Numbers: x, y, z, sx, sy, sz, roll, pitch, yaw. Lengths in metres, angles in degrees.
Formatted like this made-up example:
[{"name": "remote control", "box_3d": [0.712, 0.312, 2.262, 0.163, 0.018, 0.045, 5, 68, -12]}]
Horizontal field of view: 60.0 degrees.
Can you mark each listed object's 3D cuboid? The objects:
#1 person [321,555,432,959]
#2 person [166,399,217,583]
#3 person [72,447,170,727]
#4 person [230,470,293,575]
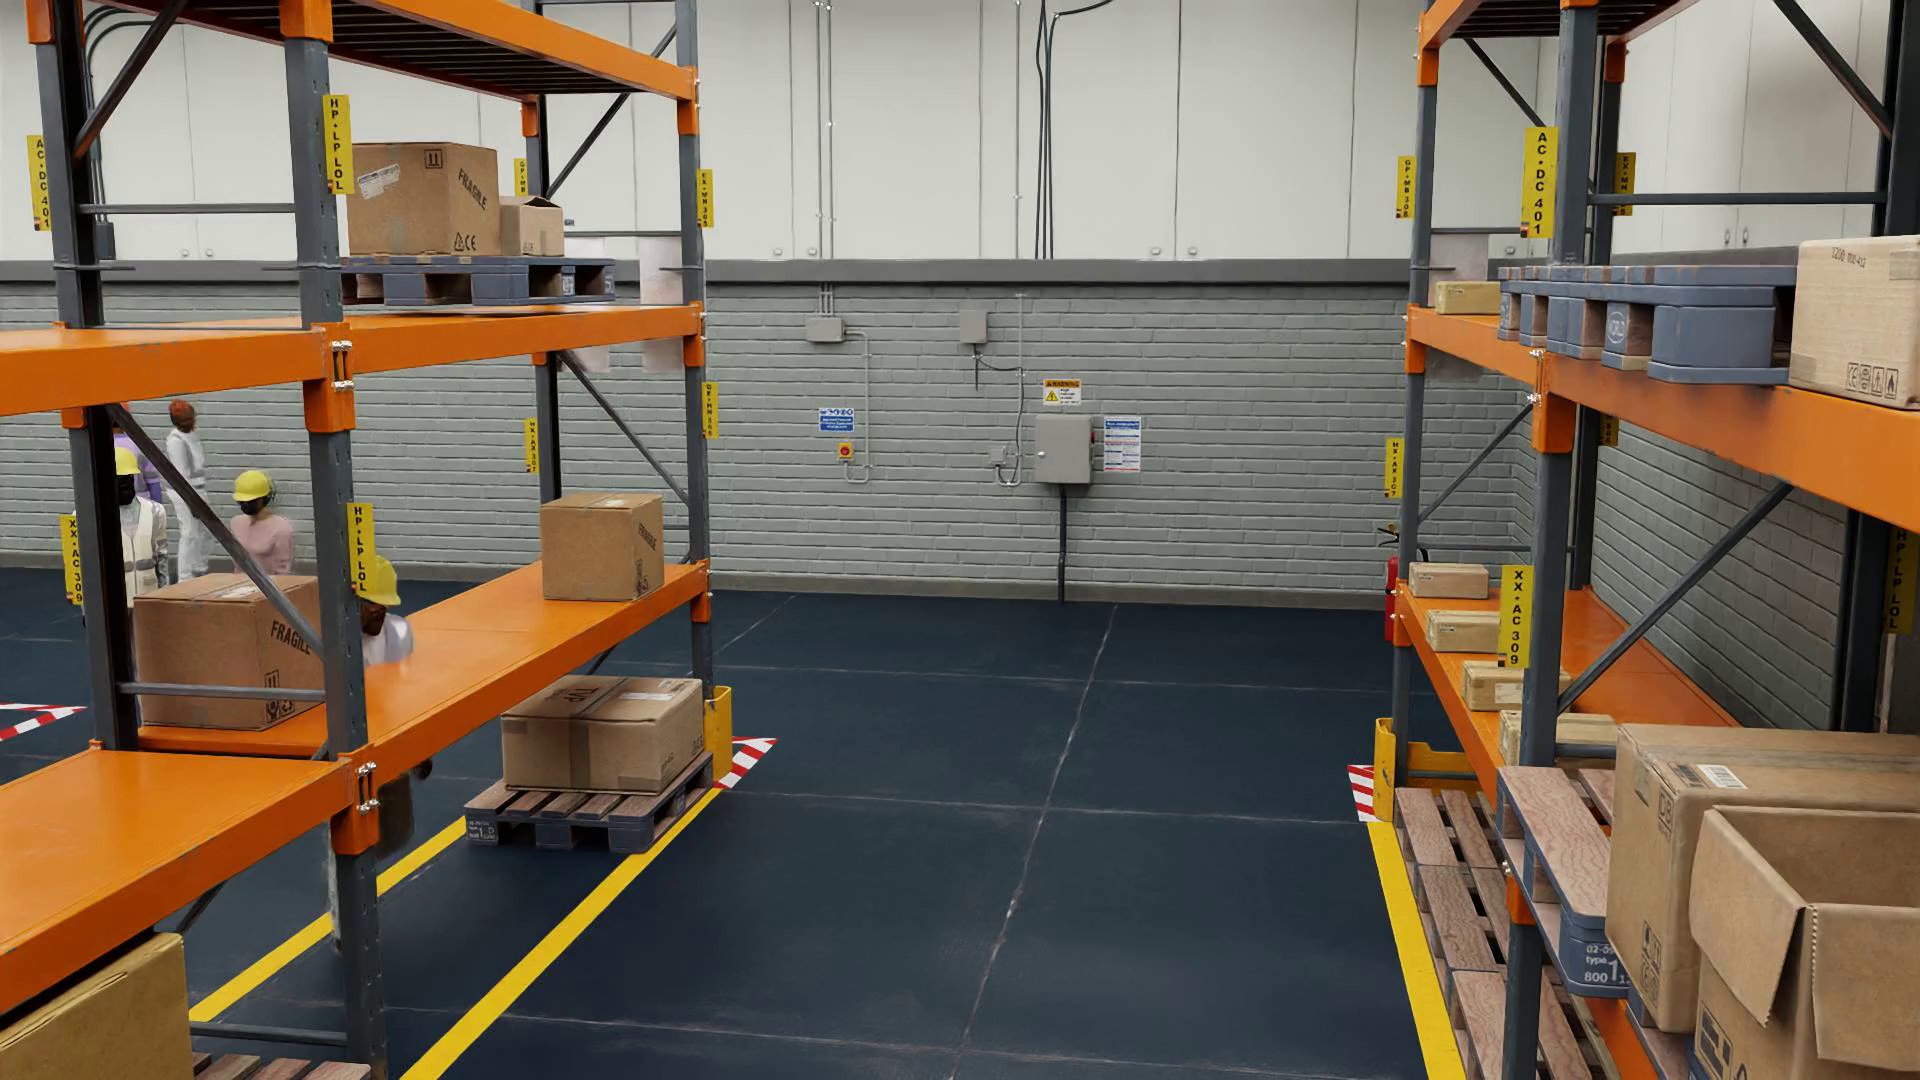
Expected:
[{"name": "person", "box_3d": [-2.695, 0.944, 7.418, 0.586, 1.798, 0.643, 6, 11, 34]}, {"name": "person", "box_3d": [-7.226, -0.407, 15.613, 0.409, 1.855, 0.684, -1, 9, -4]}, {"name": "person", "box_3d": [-5.279, 0.371, 10.546, 0.364, 1.930, 0.588, 7, 12, 37]}, {"name": "person", "box_3d": [-4.608, 0.392, 11.020, 0.528, 1.738, 0.448, 3, 10, 18]}]
